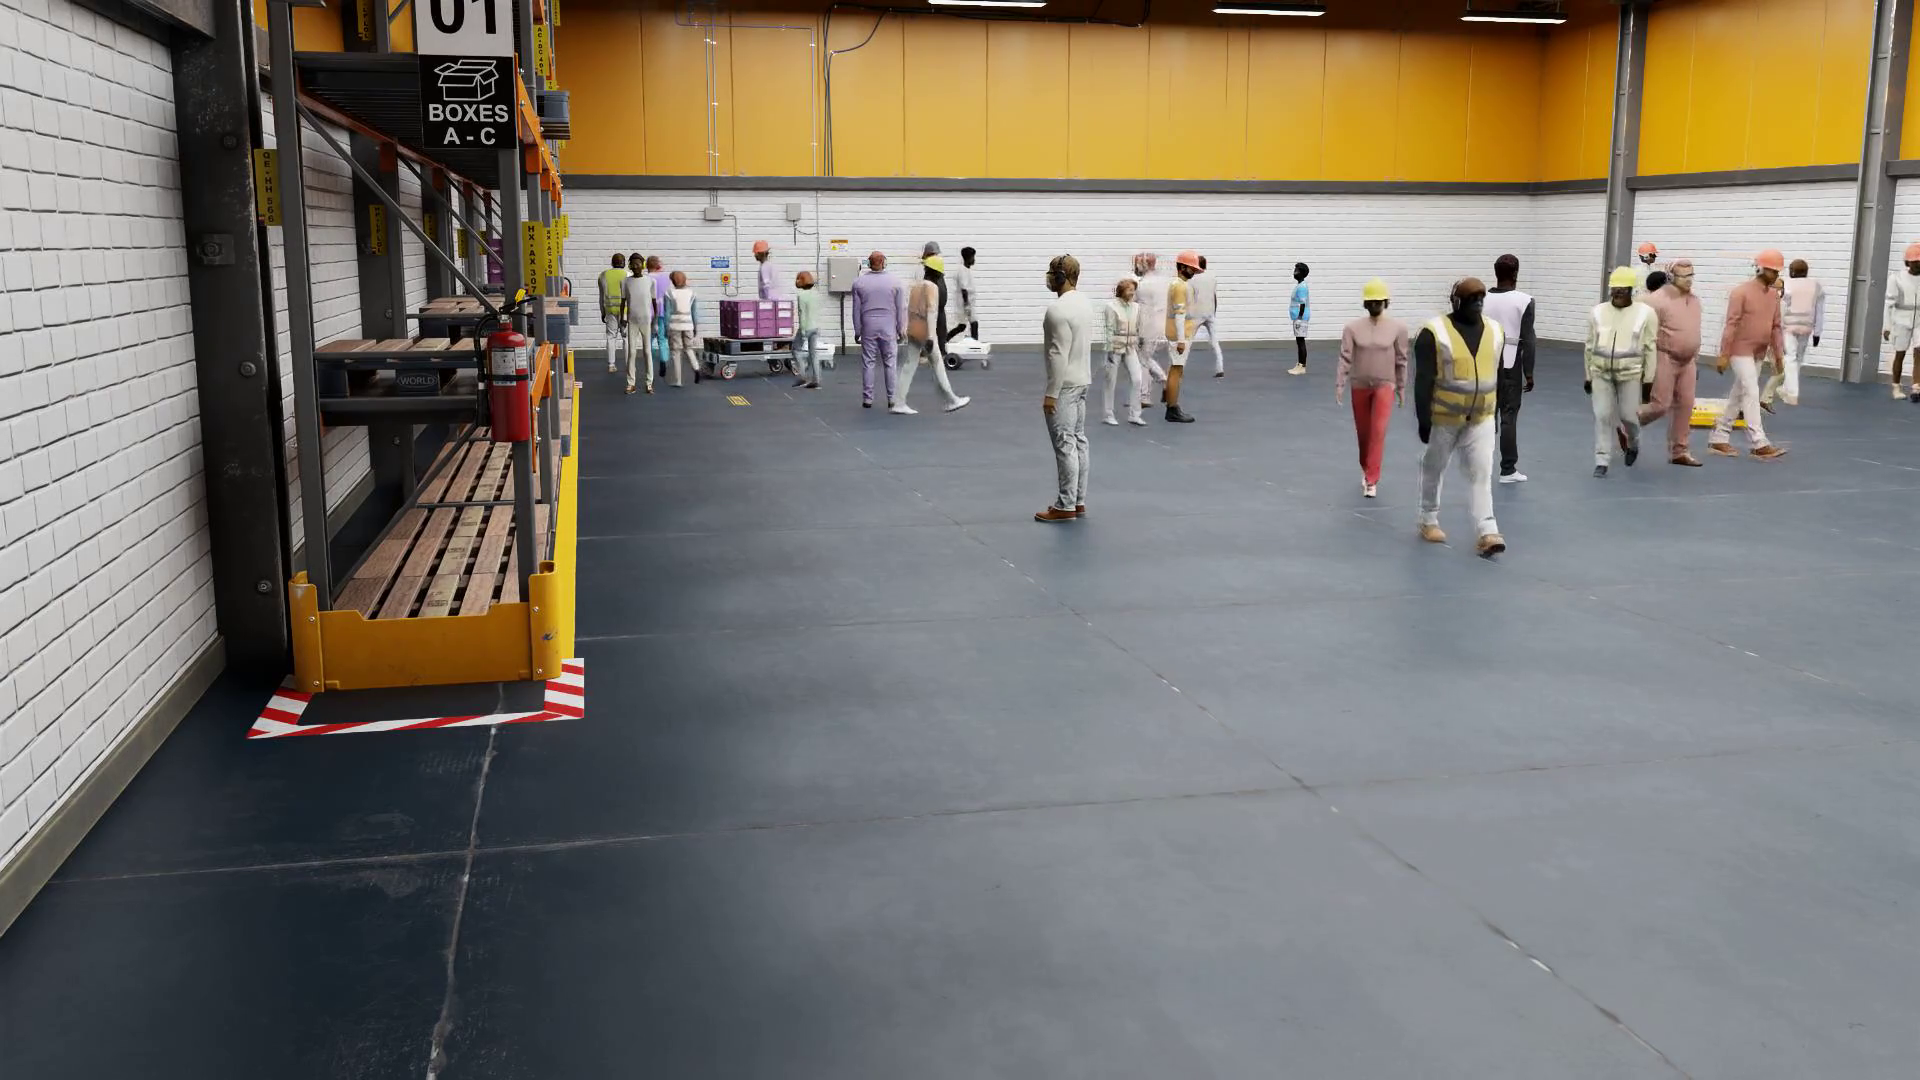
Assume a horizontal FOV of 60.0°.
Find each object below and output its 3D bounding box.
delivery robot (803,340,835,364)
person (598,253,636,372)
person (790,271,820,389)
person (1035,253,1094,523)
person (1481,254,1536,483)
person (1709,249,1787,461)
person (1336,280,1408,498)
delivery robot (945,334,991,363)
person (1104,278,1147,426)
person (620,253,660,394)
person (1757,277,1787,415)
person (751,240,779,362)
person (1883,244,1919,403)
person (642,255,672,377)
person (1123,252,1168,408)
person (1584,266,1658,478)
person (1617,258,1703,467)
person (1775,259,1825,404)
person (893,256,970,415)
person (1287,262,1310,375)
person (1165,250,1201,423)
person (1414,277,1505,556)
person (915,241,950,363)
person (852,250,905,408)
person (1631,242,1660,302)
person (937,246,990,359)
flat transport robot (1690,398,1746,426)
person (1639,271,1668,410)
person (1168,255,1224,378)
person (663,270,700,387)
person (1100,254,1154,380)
[{"bbox_3d":[-2.313,-2.944,25.878,0.707,0.478,0.477,-5,11,-27],"label":"delivery robot"},{"bbox_3d":[-5.262,-3.508,25.727,0.626,1.839,0.429,1,10,3],"label":"person"},{"bbox_3d":[-2.138,-2.882,22.851,0.499,1.615,0.505,6,12,29],"label":"person"},{"bbox_3d":[0.759,-1.093,12.043,0.365,1.939,0.636,4,11,22],"label":"person"},{"bbox_3d":[4.551,-1.439,14.020,0.592,1.919,0.392,9,14,42],"label":"person"},{"bbox_3d":[7.427,-1.705,15.413,0.629,1.942,0.979,-6,12,-28],"label":"person"},{"bbox_3d":[3.342,-1.246,13.487,0.539,1.725,0.888,4,11,21],"label":"person"},{"bbox_3d":[0.128,-3.000,26.184,0.707,0.478,0.477,1,10,4],"label":"delivery robot"},{"bbox_3d":[1.809,-2.041,18.193,0.527,1.612,0.681,-5,12,-28],"label":"person"},{"bbox_3d":[-4.263,-2.877,22.122,0.521,1.870,0.319,-1,10,-6],"label":"person"},{"bbox_3d":[9.327,-2.228,19.214,0.519,1.617,0.440,-3,11,-17],"label":"person"},{"bbox_3d":[-3.186,-3.981,27.780,0.578,2.032,0.656,1,10,6],"label":"person"},{"bbox_3d":[12.003,-2.719,20.972,0.646,1.969,1.004,4,11,19],"label":"person"},{"bbox_3d":[-4.491,-3.271,24.446,0.594,1.820,0.702,-3,11,-18],"label":"person"},{"bbox_3d":[2.292,-2.544,20.190,0.515,1.894,0.663,5,12,28],"label":"person"},{"bbox_3d":[5.727,-1.461,14.428,0.597,1.817,0.679,7,12,33],"label":"person"},{"bbox_3d":[6.418,-1.618,15.129,0.660,1.881,0.694,-5,11,-25],"label":"person"},{"bbox_3d":[10.456,-2.618,20.917,0.624,1.792,0.945,0,10,2],"label":"person"},{"bbox_3d":[-0.368,-2.390,19.506,1.013,1.837,0.667,-6,12,-31],"label":"person"},{"bbox_3d":[5.136,-3.342,25.169,0.316,1.700,0.540,1,10,8],"label":"person"},{"bbox_3d":[2.499,-2.287,18.699,0.391,1.925,0.547,1,10,4],"label":"person"},{"bbox_3d":[3.292,-0.815,10.908,0.648,1.790,0.983,-1,10,-8],"label":"person"},{"bbox_3d":[-0.380,-3.907,27.355,0.931,2.000,0.710,5,11,25],"label":"person"},{"bbox_3d":[-0.988,-2.559,20.248,0.643,1.912,0.410,0,10,0],"label":"person"},{"bbox_3d":[10.421,-3.531,25.391,0.374,1.997,0.613,4,11,21],"label":"person"},{"bbox_3d":[0.039,-4.049,28.438,0.889,1.941,0.610,2,10,12],"label":"person"},{"bbox_3d":[8.412,-1.441,18.595,0.652,0.197,1.431,4,11,20],"label":"flat transport robot"},{"bbox_3d":[8.024,-2.290,19.411,0.447,1.680,0.544,3,11,15],"label":"person"},{"bbox_3d":[3.516,-3.303,24.658,0.726,1.825,0.545,-3,11,-15],"label":"person"},{"bbox_3d":[-3.841,-2.915,23.020,0.520,1.626,0.443,-7,13,-35],"label":"person"},{"bbox_3d":[2.489,-3.269,24.375,0.924,1.851,0.582,6,12,30],"label":"person"}]
